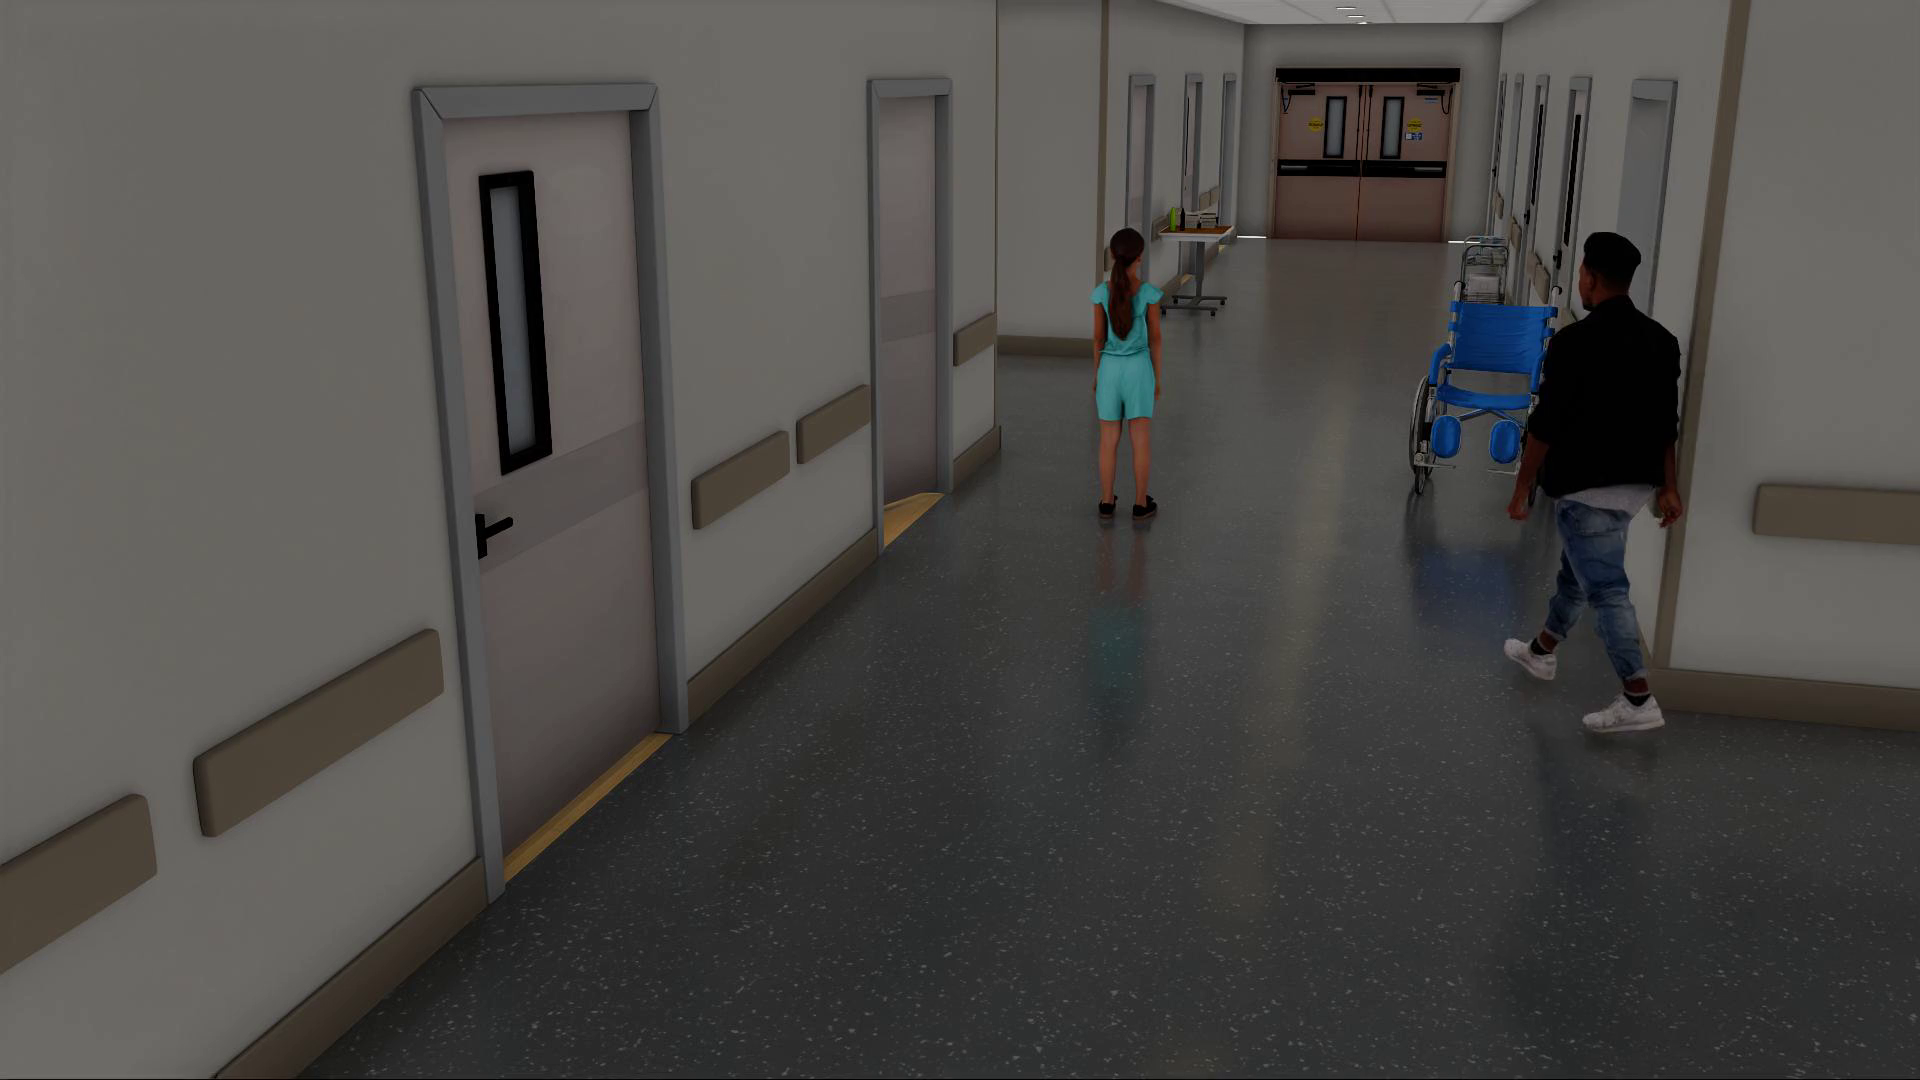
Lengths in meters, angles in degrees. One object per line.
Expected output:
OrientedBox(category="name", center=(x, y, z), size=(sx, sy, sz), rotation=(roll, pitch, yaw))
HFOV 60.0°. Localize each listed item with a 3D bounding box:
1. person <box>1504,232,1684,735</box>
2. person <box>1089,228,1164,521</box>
OrientedBox(category="person", center=(2.378, -0.172, 6.010), size=(1.185, 1.752, 1.322), rotation=(-7, 17, -23))
OrientedBox(category="person", center=(0.889, -0.890, 8.915), size=(0.540, 1.557, 0.529), rotation=(5, 16, 16))
